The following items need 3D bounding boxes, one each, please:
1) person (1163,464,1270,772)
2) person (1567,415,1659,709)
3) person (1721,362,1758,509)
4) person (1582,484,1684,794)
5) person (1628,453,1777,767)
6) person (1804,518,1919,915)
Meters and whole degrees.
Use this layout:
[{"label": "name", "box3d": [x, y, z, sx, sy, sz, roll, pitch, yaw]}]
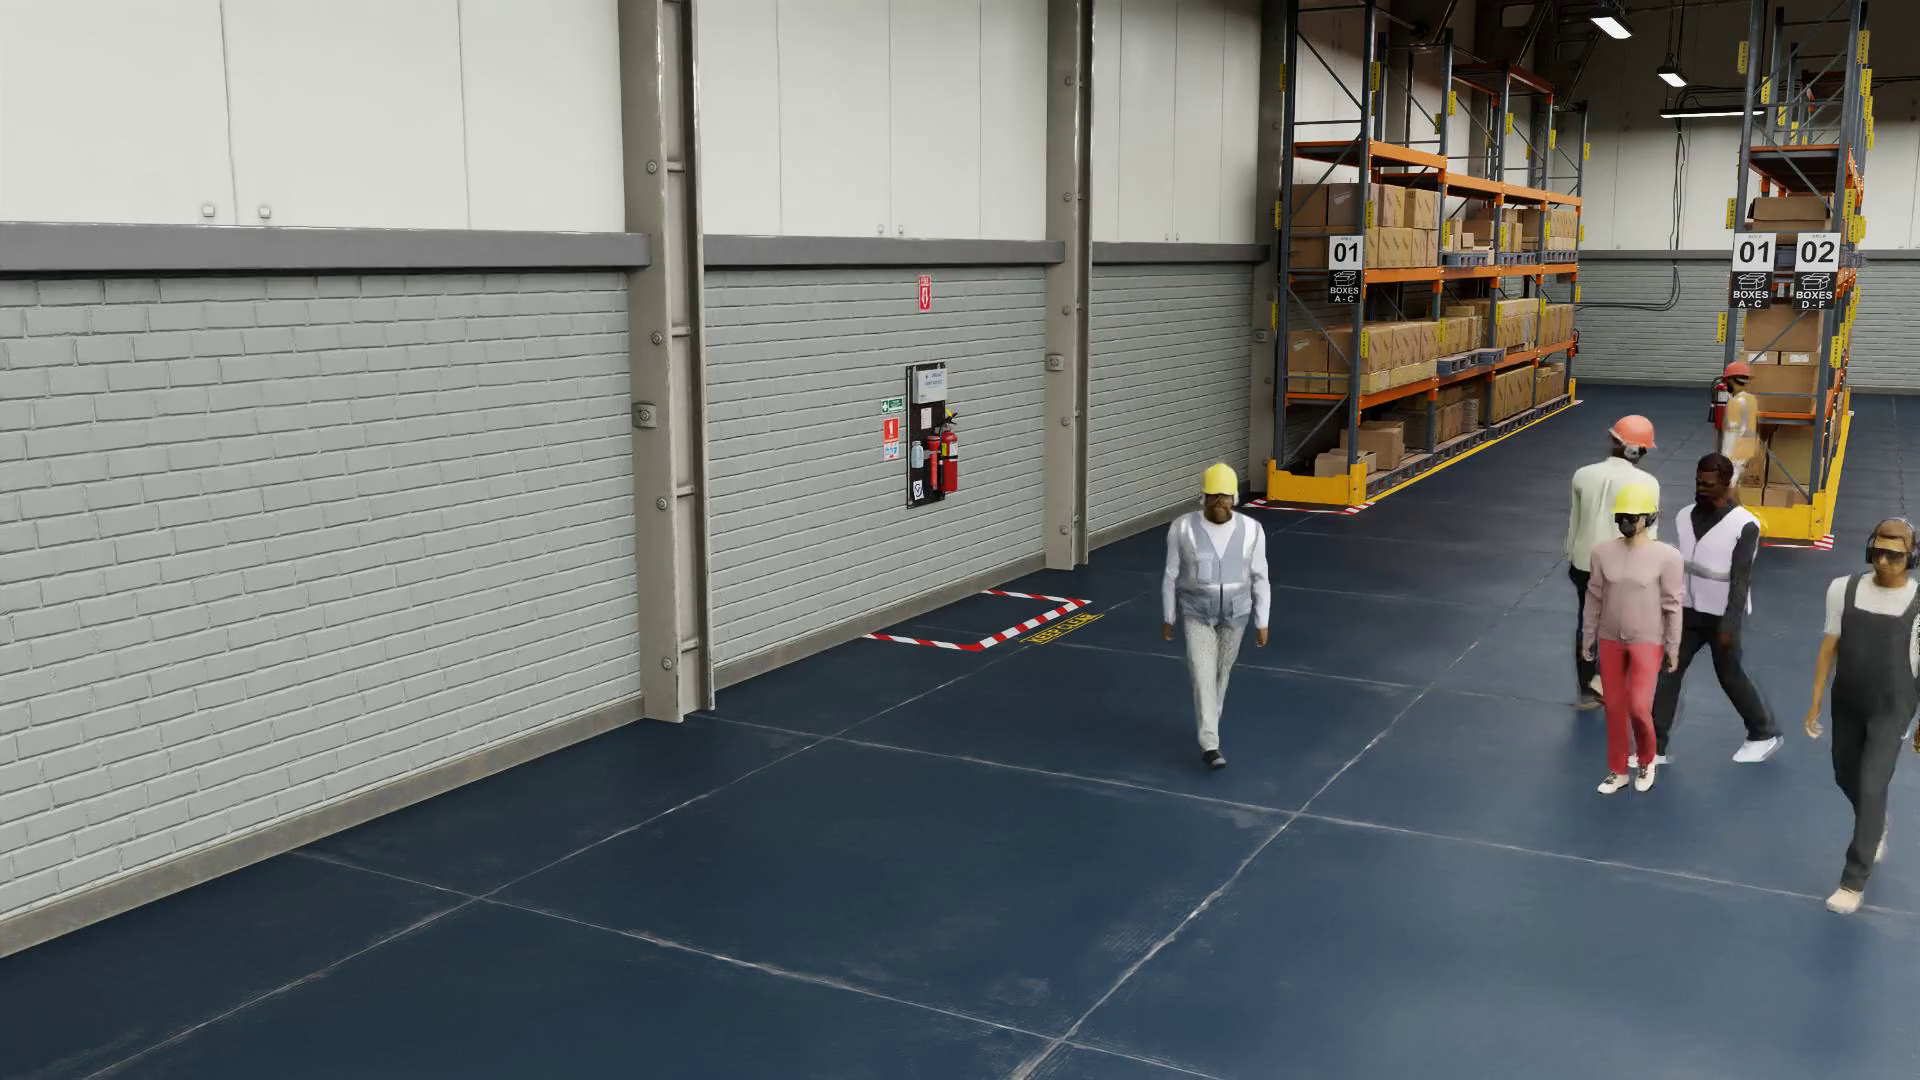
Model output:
[{"label": "person", "box3d": [1.524, 0.436, 9.832, 0.614, 1.782, 0.953, 0, 10, -2]}, {"label": "person", "box3d": [4.255, 0.161, 10.894, 0.635, 1.969, 0.474, 9, 13, 43]}, {"label": "person", "box3d": [7.970, -0.871, 17.137, 0.587, 1.907, 0.434, -10, 14, -44]}, {"label": "person", "box3d": [3.687, 0.561, 9.177, 0.394, 1.759, 0.541, -9, 13, -43]}, {"label": "person", "box3d": [4.423, 0.416, 9.718, 0.954, 1.880, 0.589, -4, 10, -22]}, {"label": "person", "box3d": [4.305, 0.774, 7.788, 0.892, 1.819, 0.513, -8, 13, -41]}]
